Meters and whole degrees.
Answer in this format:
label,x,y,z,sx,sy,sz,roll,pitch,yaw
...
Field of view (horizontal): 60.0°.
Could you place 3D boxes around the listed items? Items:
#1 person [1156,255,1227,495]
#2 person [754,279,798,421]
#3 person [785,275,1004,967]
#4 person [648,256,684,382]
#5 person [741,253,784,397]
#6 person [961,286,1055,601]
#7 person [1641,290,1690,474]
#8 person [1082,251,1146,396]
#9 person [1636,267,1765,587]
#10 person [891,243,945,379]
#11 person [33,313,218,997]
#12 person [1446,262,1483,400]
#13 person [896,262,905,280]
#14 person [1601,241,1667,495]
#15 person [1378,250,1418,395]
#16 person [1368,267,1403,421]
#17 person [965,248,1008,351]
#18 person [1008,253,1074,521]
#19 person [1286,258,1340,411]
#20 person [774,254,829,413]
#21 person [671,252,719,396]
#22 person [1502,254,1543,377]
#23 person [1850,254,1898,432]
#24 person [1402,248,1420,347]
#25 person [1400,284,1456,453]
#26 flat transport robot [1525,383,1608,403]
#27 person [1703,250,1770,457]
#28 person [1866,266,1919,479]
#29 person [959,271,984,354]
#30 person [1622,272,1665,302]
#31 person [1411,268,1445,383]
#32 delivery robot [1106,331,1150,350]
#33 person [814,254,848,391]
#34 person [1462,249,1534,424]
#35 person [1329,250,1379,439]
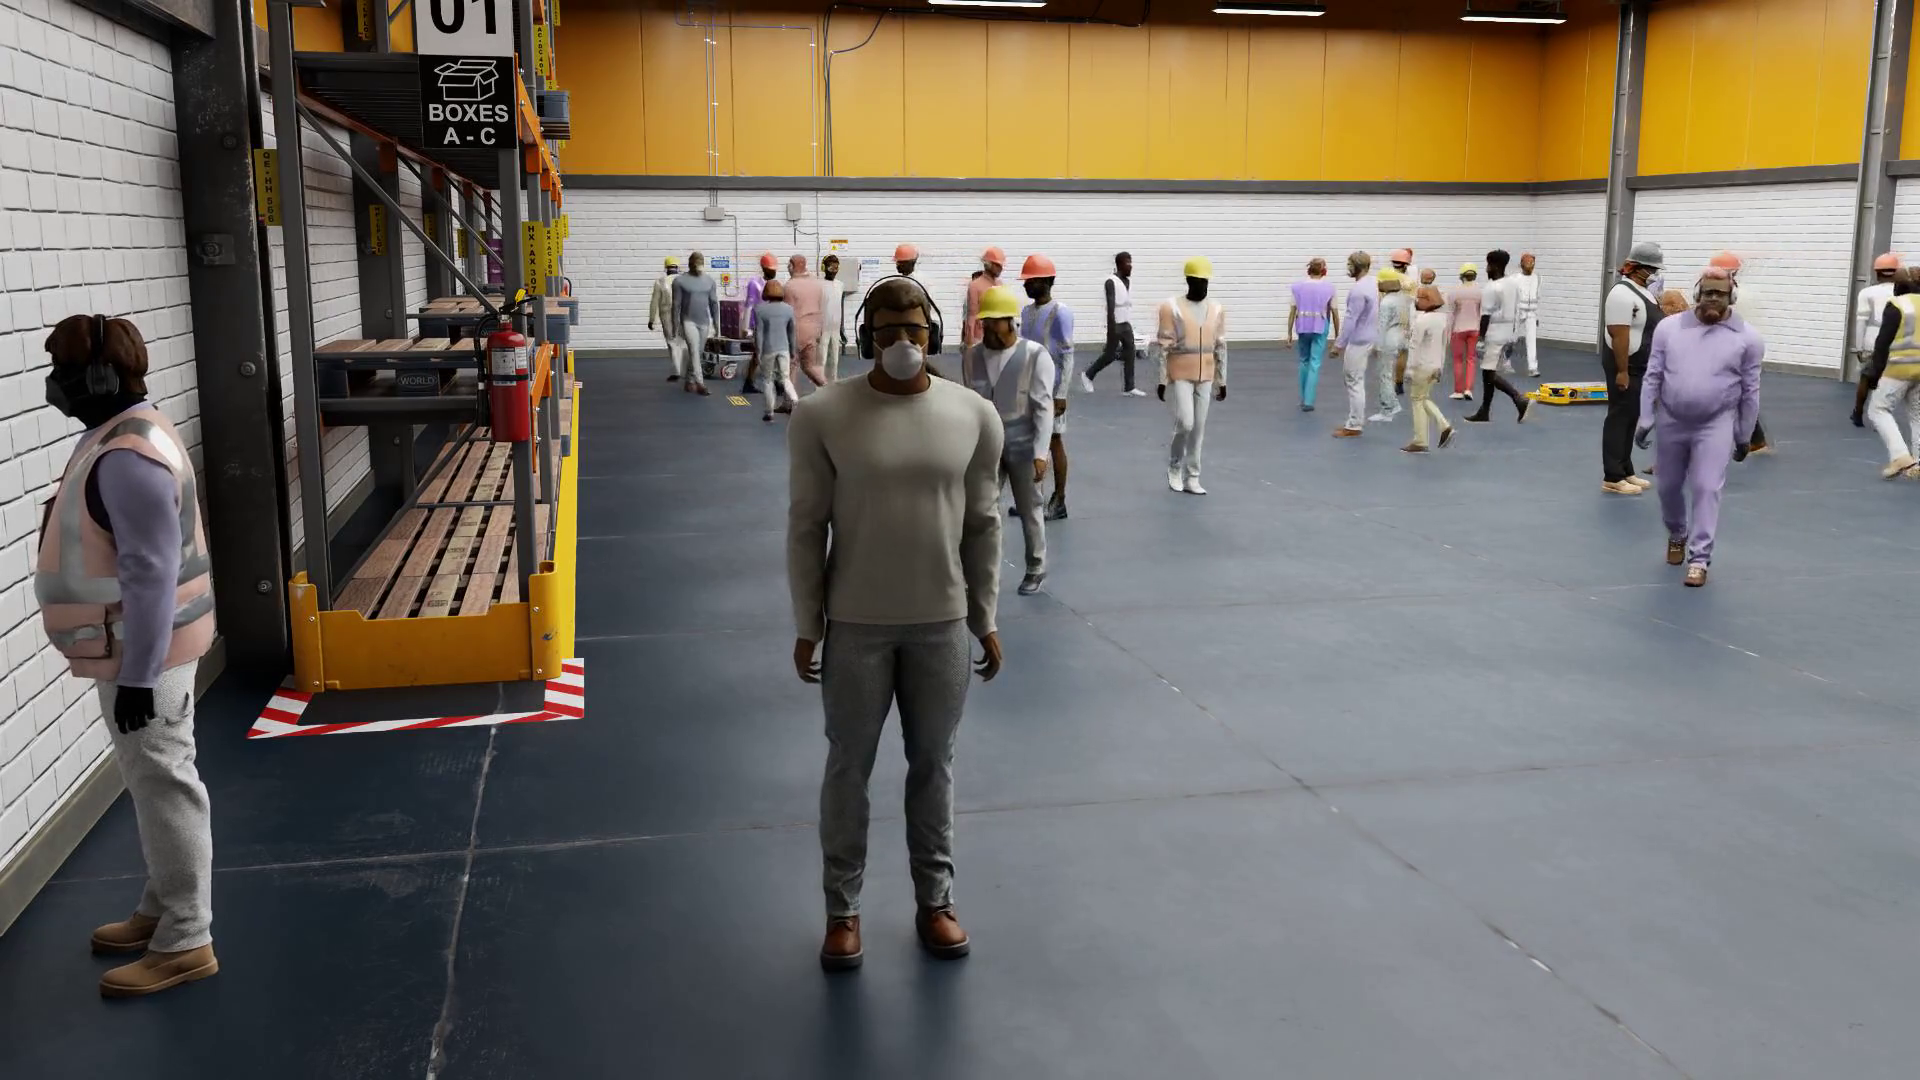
label,x,y,z,sx,sy,sz,roll,pitch,yaw
person,1.871,-1.309,13.292,0.608,1.915,0.416,-4,11,-23
person,-2.032,-2.096,18.517,0.507,1.608,0.689,-5,11,-26
person,-0.176,0.233,4.695,0.627,1.940,0.370,-2,10,-12
person,-4.184,-3.195,24.070,0.621,1.791,0.702,-7,12,-34
person,-2.519,-2.809,21.757,1.082,1.850,0.605,8,13,37
person,0.257,-0.516,9.284,0.602,1.781,0.936,5,11,24
person,6.158,-1.336,14.284,0.466,1.616,0.498,9,14,41
person,2.038,-2.841,21.861,0.813,1.892,0.593,8,13,37
person,4.468,-0.706,10.065,0.650,1.878,0.866,7,13,36
person,-0.480,-2.516,19.762,0.931,2.010,0.625,0,10,1
person,-2.263,0.310,4.540,0.430,1.844,0.624,-5,12,-27
person,6.443,-2.650,21.184,0.541,1.759,0.480,0,10,-3
person,-0.731,-3.009,22.889,0.318,1.860,0.509,-2,10,-10
person,5.486,-1.399,13.459,0.535,2.000,0.674,7,12,34
person,5.703,-2.833,21.773,0.563,1.903,0.671,5,12,27
person,4.777,-2.195,18.691,0.340,1.729,0.513,6,12,32
person,0.285,-2.269,18.554,0.605,1.944,0.653,8,13,39
person,0.585,-1.105,12.113,0.378,1.936,0.548,-7,12,-33
person,4.285,-2.473,20.030,0.602,1.806,0.884,5,11,26
person,-1.828,-2.401,19.470,0.728,1.875,0.654,7,13,35
person,-3.524,-2.872,22.097,0.643,1.891,1.018,-6,12,-32
person,8.464,-3.377,25.005,0.590,1.831,1.010,-1,10,-7
person,9.887,-2.117,17.859,0.554,1.880,0.999,4,11,20
person,8.290,-4.473,30.940,0.584,1.882,0.366,-7,12,-32
person,4.461,-1.623,15.867,0.406,1.618,0.501,9,14,42
flat transport robot,7.928,-1.858,20.903,1.431,0.197,0.652,-2,10,-12
person,7.140,-1.721,15.541,1.045,1.949,0.627,2,10,11
person,8.051,-1.405,14.122,0.665,1.821,0.431,-2,11,-14
person,0.264,-2.344,19.696,0.584,1.679,0.545,9,14,42
person,9.766,-3.216,23.838,0.594,1.925,0.376,1,10,7
person,6.660,-3.056,23.754,0.515,1.639,0.307,5,11,27
delivery robot,2.869,-3.389,28.343,0.707,0.478,0.477,-3,11,-18
person,-1.590,-2.558,20.372,0.327,1.865,0.520,10,14,43
person,5.926,-2.202,18.193,0.785,1.943,0.619,9,14,41
person,4.054,-1.996,17.078,0.452,1.934,0.650,4,11,22
